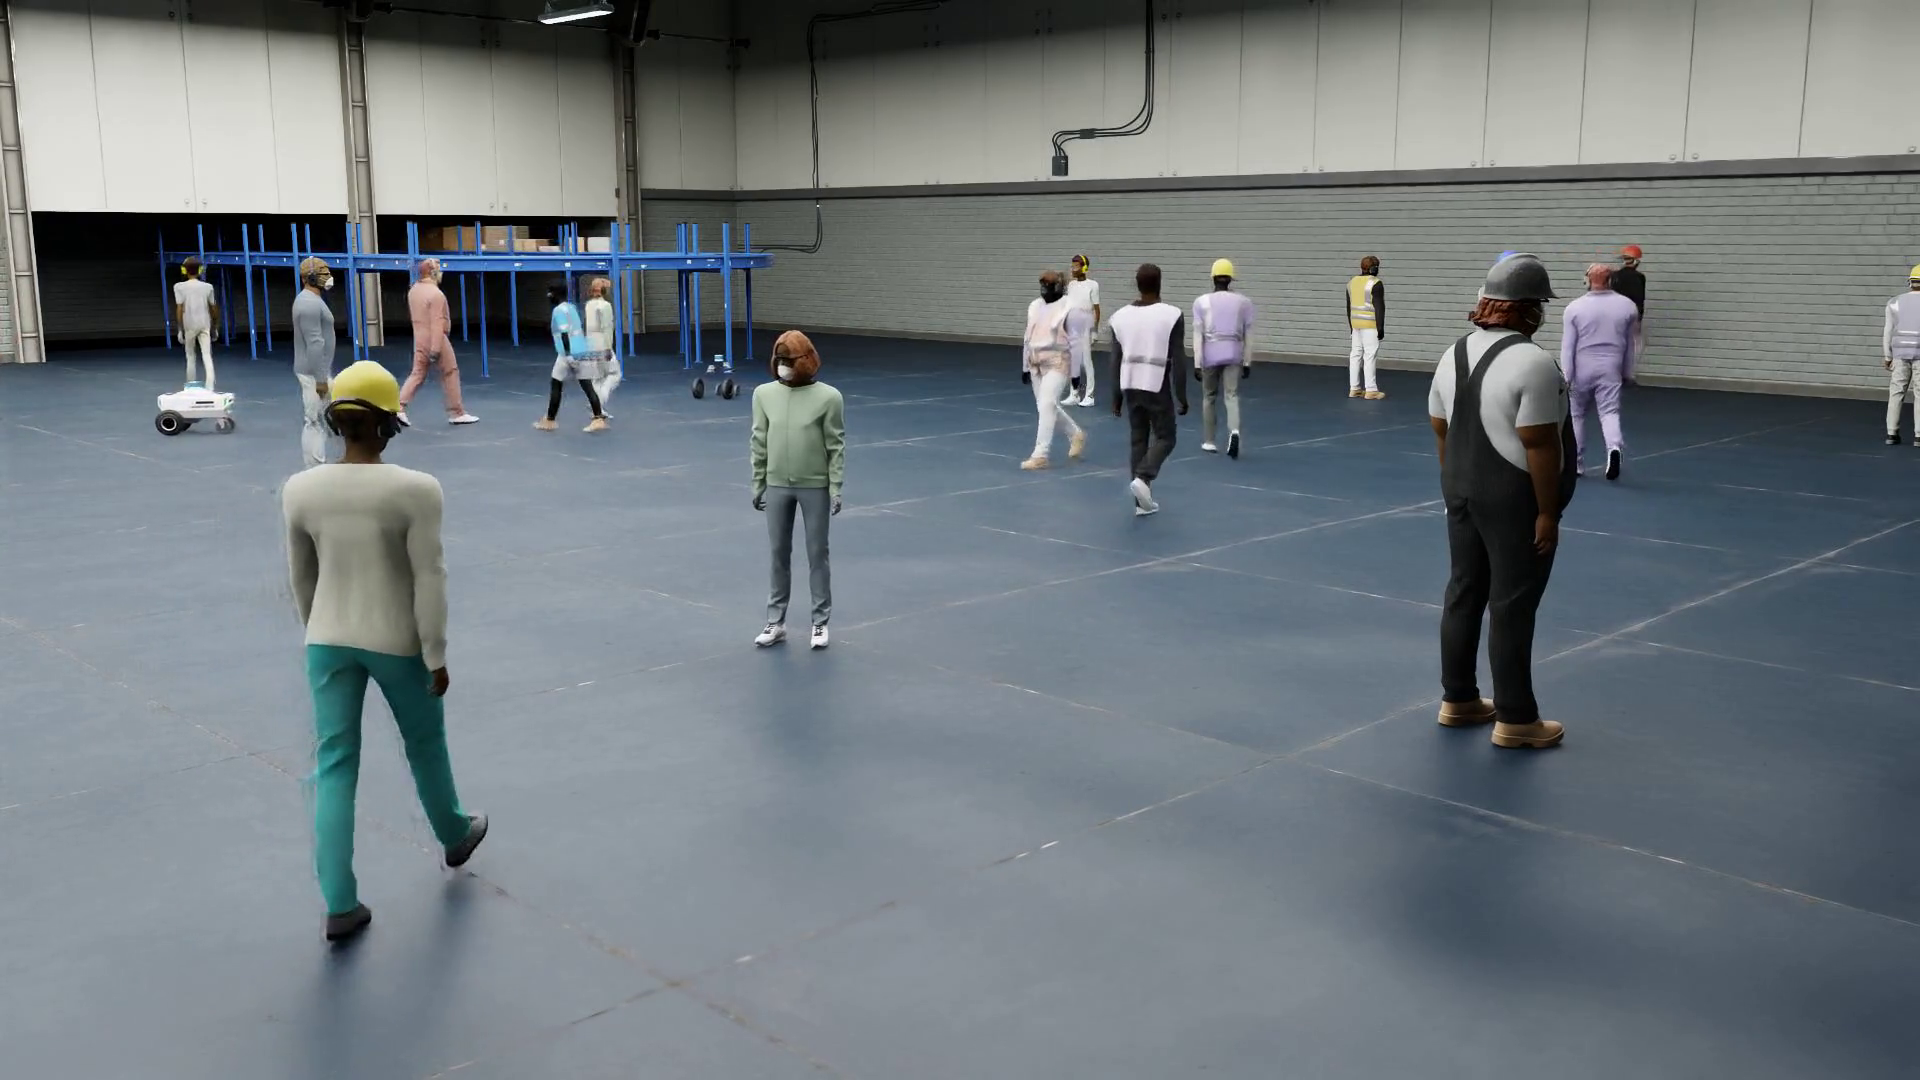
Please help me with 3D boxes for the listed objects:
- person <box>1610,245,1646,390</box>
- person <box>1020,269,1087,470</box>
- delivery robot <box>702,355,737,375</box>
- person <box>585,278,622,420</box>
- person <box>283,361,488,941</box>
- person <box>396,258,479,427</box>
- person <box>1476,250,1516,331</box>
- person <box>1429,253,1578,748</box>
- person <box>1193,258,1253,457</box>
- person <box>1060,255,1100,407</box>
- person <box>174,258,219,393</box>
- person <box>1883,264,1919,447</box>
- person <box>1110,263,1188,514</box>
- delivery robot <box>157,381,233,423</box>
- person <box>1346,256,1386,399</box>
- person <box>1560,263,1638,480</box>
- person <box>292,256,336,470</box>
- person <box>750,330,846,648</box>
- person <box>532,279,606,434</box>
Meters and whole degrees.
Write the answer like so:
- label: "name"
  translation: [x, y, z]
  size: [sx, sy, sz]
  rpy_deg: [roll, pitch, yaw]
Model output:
- label: "person"
  translation: [9.174, -3.050, 22.830]
  size: [0.466, 1.984, 0.629]
  rpy_deg: [-6, 12, -30]
- label: "person"
  translation: [0.878, -1.588, 15.326]
  size: [0.846, 1.820, 0.627]
  rpy_deg: [-8, 13, -38]
- label: "delivery robot"
  translation: [-3.172, -2.316, 21.864]
  size: [0.335, 0.223, 0.698]
  rpy_deg: [3, 11, 14]
- label: "person"
  translation: [-4.091, -2.176, 18.997]
  size: [0.373, 1.622, 0.536]
  rpy_deg: [-9, 14, -40]
- label: "person"
  translation: [-1.816, 0.306, 5.224]
  size: [0.540, 1.721, 0.889]
  rpy_deg: [1, 10, 3]
- label: "person"
  translation: [-5.942, -2.208, 18.556]
  size: [0.640, 1.866, 0.957]
  rpy_deg: [9, 14, 41]
- label: "person"
  translation: [5.801, -2.115, 17.811]
  size: [0.404, 1.945, 0.616]
  rpy_deg: [-6, 12, -28]
- label: "person"
  translation: [2.324, -0.161, 7.020]
  size: [0.535, 2.000, 0.674]
  rpy_deg: [-4, 11, -22]
- label: "person"
  translation: [2.541, -1.759, 16.036]
  size: [0.597, 1.897, 0.870]
  rpy_deg: [-1, 10, -5]
- label: "person"
  translation: [1.499, -2.598, 20.673]
  size: [0.536, 1.865, 0.312]
  rpy_deg: [10, 14, 43]
- label: "person"
  translation: [-9.915, -2.746, 21.621]
  size: [0.549, 1.815, 0.996]
  rpy_deg: [-8, 13, -37]
- label: "person"
  translation: [9.649, -1.872, 16.799]
  size: [0.403, 1.835, 0.588]
  rpy_deg: [-9, 13, -39]
- label: "person"
  translation: [1.398, -1.120, 12.500]
  size: [0.615, 1.904, 0.545]
  rpy_deg: [6, 12, 31]
- label: "delivery robot"
  translation: [-8.245, -1.468, 17.947]
  size: [0.707, 0.478, 0.477]
  rpy_deg: [-2, 11, -12]
- label: "person"
  translation: [5.317, -2.774, 21.697]
  size: [0.429, 1.845, 0.621]
  rpy_deg: [-6, 12, -29]
- label: "person"
  translation: [5.539, -1.461, 14.438]
  size: [0.644, 1.880, 0.786]
  rpy_deg: [1, 10, 8]
- label: "person"
  translation: [-5.236, -1.331, 13.565]
  size: [0.371, 1.940, 0.627]
  rpy_deg: [-4, 11, -23]
- label: "person"
  translation: [-0.835, -0.261, 8.559]
  size: [0.501, 1.633, 0.289]
  rpy_deg: [2, 11, 13]
- label: "person"
  translation: [-4.197, -1.965, 17.812]
  size: [0.901, 1.631, 0.522]
  rpy_deg: [2, 11, 12]
